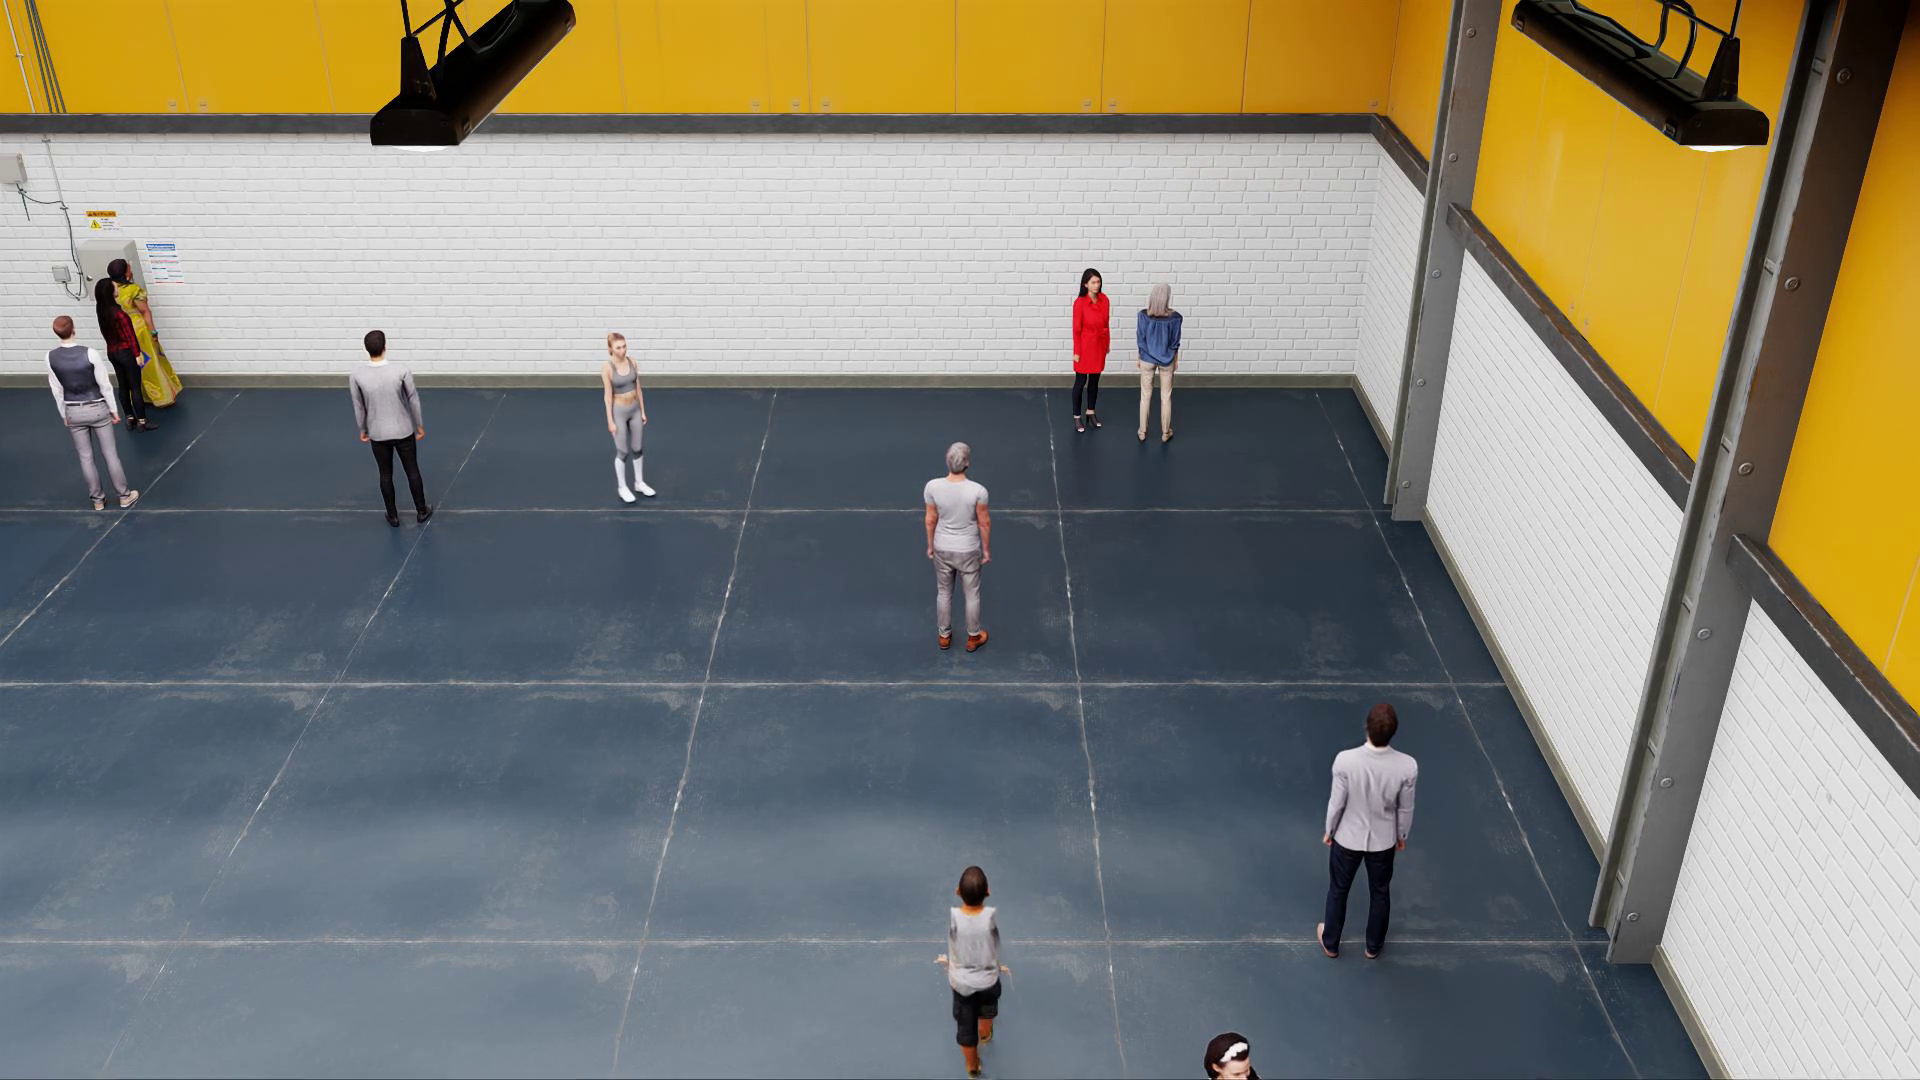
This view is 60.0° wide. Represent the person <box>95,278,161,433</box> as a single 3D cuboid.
[{"bbox_3d":[-8.688,-1.916,17.248,0.662,1.657,0.660,14,32,24],"label":"person"}]

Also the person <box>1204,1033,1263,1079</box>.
[{"bbox_3d":[1.232,3.060,7.959,0.859,1.817,0.914,-22,36,-35],"label":"person"}]

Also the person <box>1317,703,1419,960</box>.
[{"bbox_3d":[2.495,1.803,10.226,0.688,1.852,0.593,2,29,4],"label":"person"}]

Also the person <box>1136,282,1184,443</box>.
[{"bbox_3d":[2.022,-1.828,17.045,0.643,1.697,0.602,4,29,7],"label":"person"}]

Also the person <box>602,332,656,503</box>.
[{"bbox_3d":[-3.199,-1.190,15.869,0.712,1.702,0.649,25,37,38],"label":"person"}]

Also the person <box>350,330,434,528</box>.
[{"bbox_3d":[-5.252,-1.027,15.339,0.798,1.923,0.727,-7,29,-13],"label":"person"}]

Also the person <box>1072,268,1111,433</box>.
[{"bbox_3d":[1.347,-1.979,17.268,0.731,1.748,0.766,-17,33,-28],"label":"person"}]

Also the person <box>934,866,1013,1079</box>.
[{"bbox_3d":[0.085,2.460,9.446,0.607,1.445,0.725,-1,29,-2],"label":"person"}]

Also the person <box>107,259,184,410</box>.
[{"bbox_3d":[-8.816,-2.212,17.786,0.932,1.661,0.880,7,29,13],"label":"person"}]

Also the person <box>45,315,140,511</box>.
[{"bbox_3d":[-8.215,-1.208,15.655,0.712,1.939,0.641,-6,29,-11],"label":"person"}]

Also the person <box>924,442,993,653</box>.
[{"bbox_3d":[-0.021,0.067,13.431,0.747,1.832,0.653,7,29,13],"label":"person"}]
